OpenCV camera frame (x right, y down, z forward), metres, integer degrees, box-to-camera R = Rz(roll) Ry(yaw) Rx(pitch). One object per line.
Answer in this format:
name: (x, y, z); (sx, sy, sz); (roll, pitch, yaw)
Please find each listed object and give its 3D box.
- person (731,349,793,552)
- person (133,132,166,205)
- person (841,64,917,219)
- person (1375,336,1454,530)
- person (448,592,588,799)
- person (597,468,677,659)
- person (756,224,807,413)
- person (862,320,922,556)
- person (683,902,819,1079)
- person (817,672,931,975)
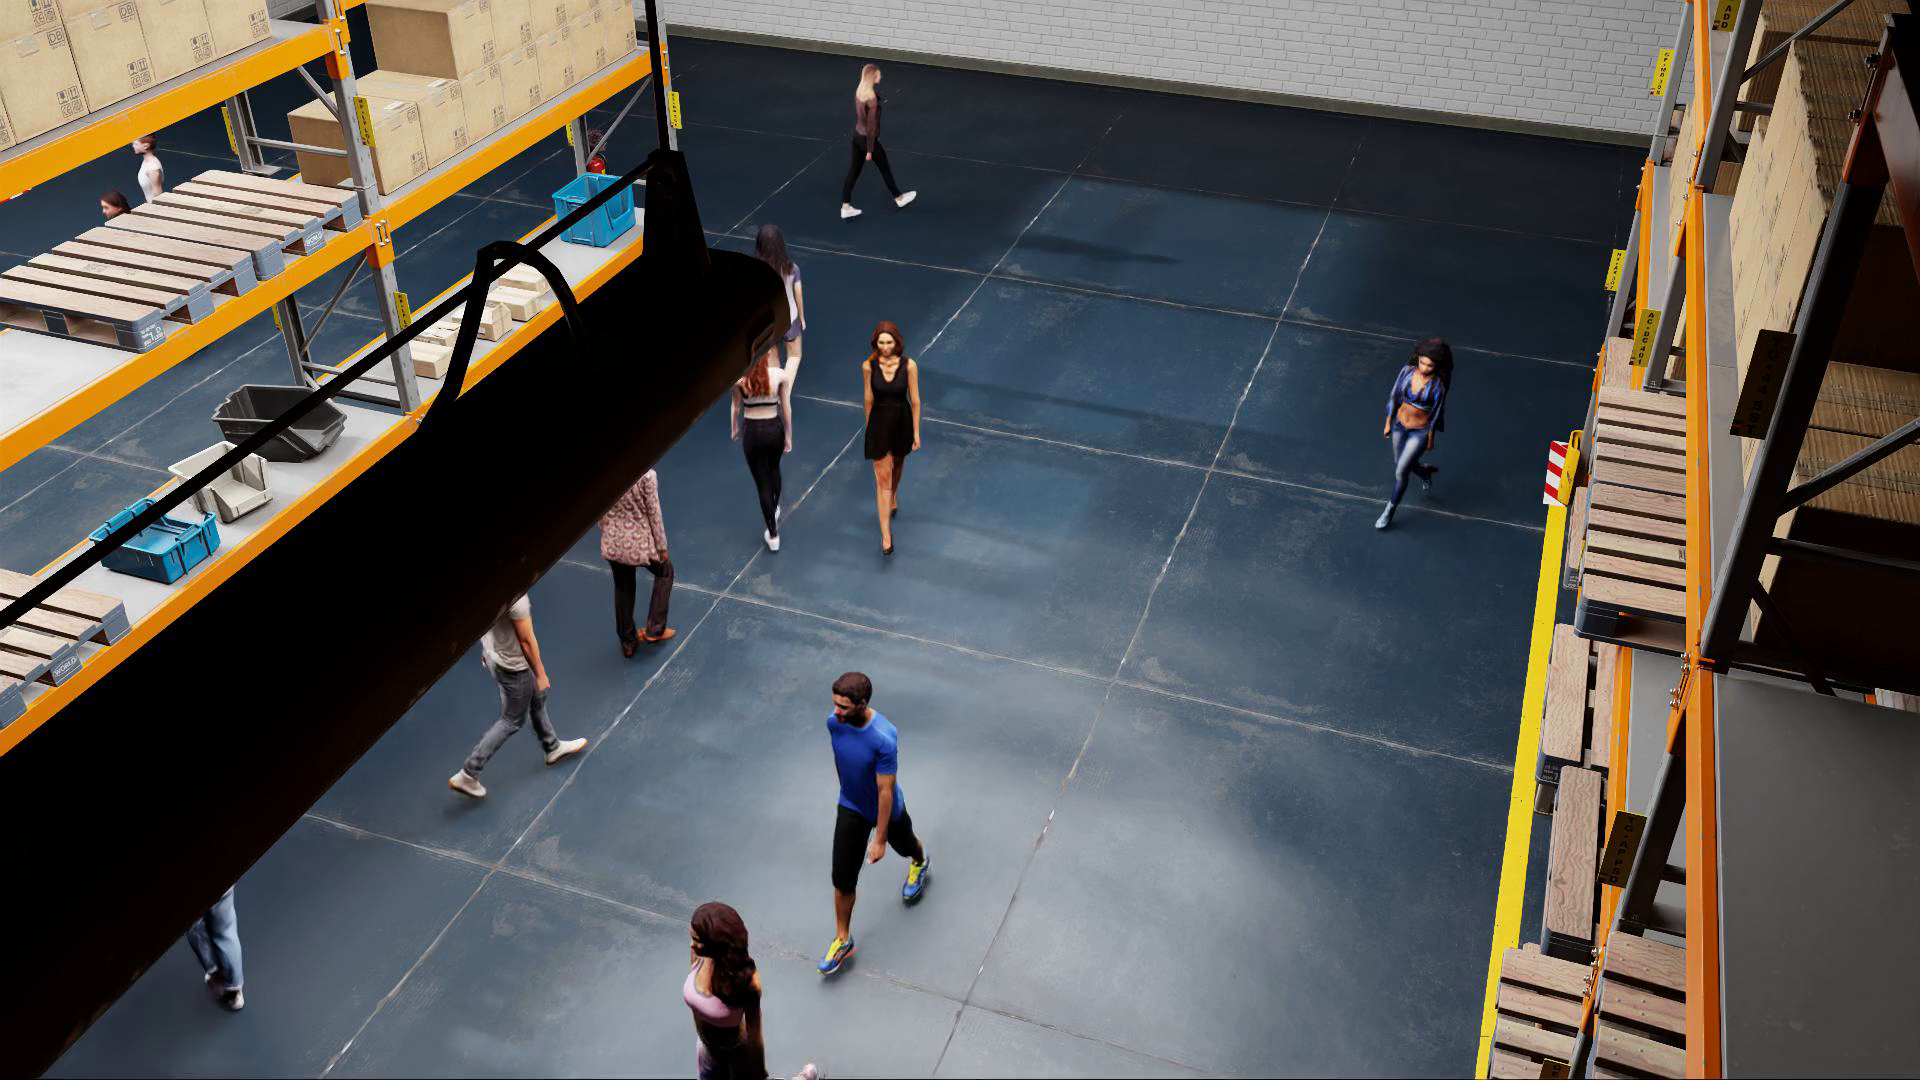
person: (-1.455, -0.694, 12.420); (0.845, 1.725, 0.948); (-9, 35, -13)
person: (-7.630, -3.105, 15.989); (0.675, 1.791, 0.627); (-16, 37, -23)
person: (-1.076, -4.217, 17.794); (1.177, 1.645, 1.057); (-18, 38, -25)
person: (3.511, -0.855, 12.781); (1.076, 1.595, 0.892); (-27, 42, -35)
person: (-2.812, 0.768, 10.098); (1.276, 1.862, 1.068); (-23, 40, -31)
person: (-2.256, 0.048, 11.246); (0.726, 1.791, 0.647); (9, 35, 14)
person: (-1.555, -1.840, 14.177); (0.759, 1.690, 0.937); (1, 34, 2)
person: (-0.510, -0.861, 12.615); (0.901, 1.788, 1.229); (-2, 34, -3)
person: (-1.025, 2.339, 7.837); (0.777, 1.747, 1.072); (21, 39, 29)
person: (-0.422, 1.426, 9.147); (0.744, 1.818, 1.303); (16, 37, 23)
